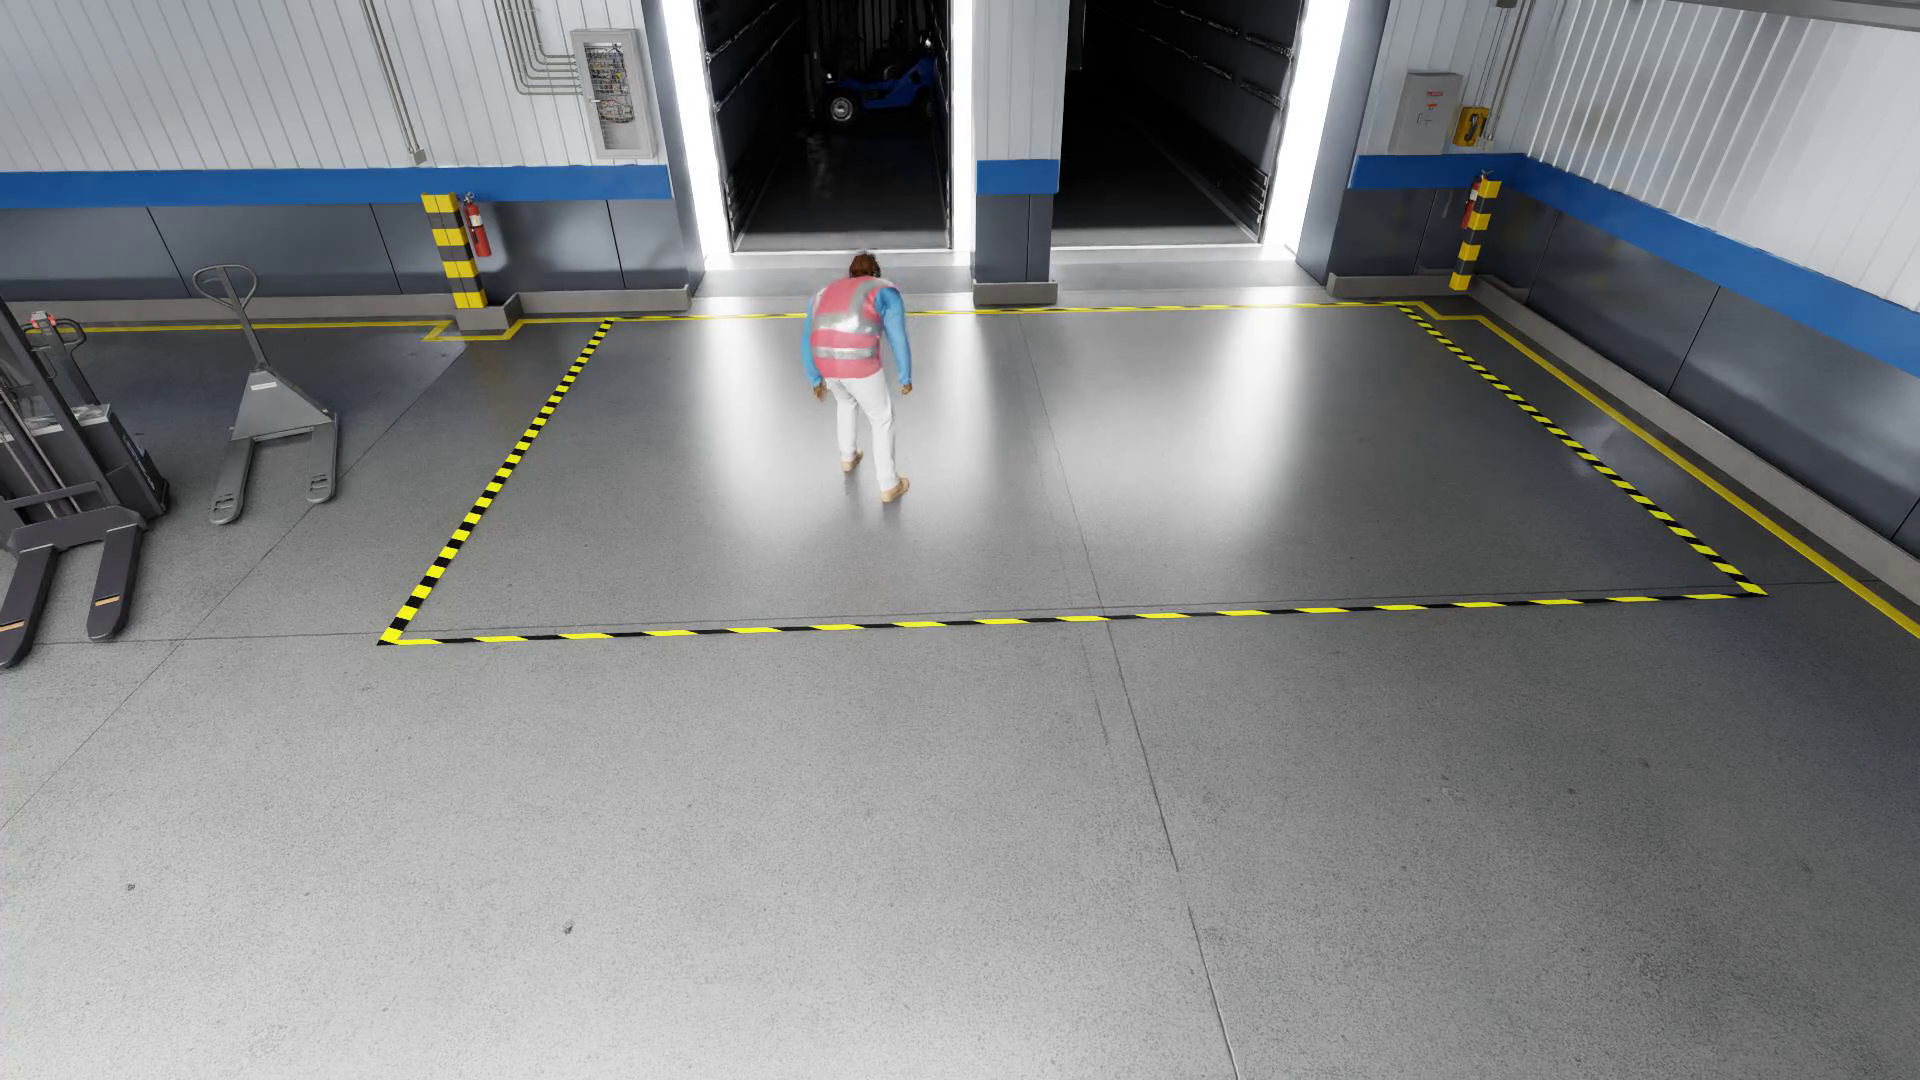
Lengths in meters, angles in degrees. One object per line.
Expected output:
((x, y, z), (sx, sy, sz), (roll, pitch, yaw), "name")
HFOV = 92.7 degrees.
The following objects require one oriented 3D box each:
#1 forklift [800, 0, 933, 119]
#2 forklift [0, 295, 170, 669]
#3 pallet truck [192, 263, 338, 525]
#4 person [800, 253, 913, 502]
((-1.487, -8.587, 16.017), (2.680, 2.036, 1.157), (-11, 36, -15), "forklift")
((-5.212, -0.618, 4.878), (0.823, 1.965, 1.885), (-20, 39, -26), "forklift")
((-4.778, -1.027, 6.128), (0.680, 1.201, 1.601), (-17, 38, -23), "pallet truck")
((-0.641, -1.096, 6.112), (0.892, 1.402, 0.837), (21, 40, 27), "person")
